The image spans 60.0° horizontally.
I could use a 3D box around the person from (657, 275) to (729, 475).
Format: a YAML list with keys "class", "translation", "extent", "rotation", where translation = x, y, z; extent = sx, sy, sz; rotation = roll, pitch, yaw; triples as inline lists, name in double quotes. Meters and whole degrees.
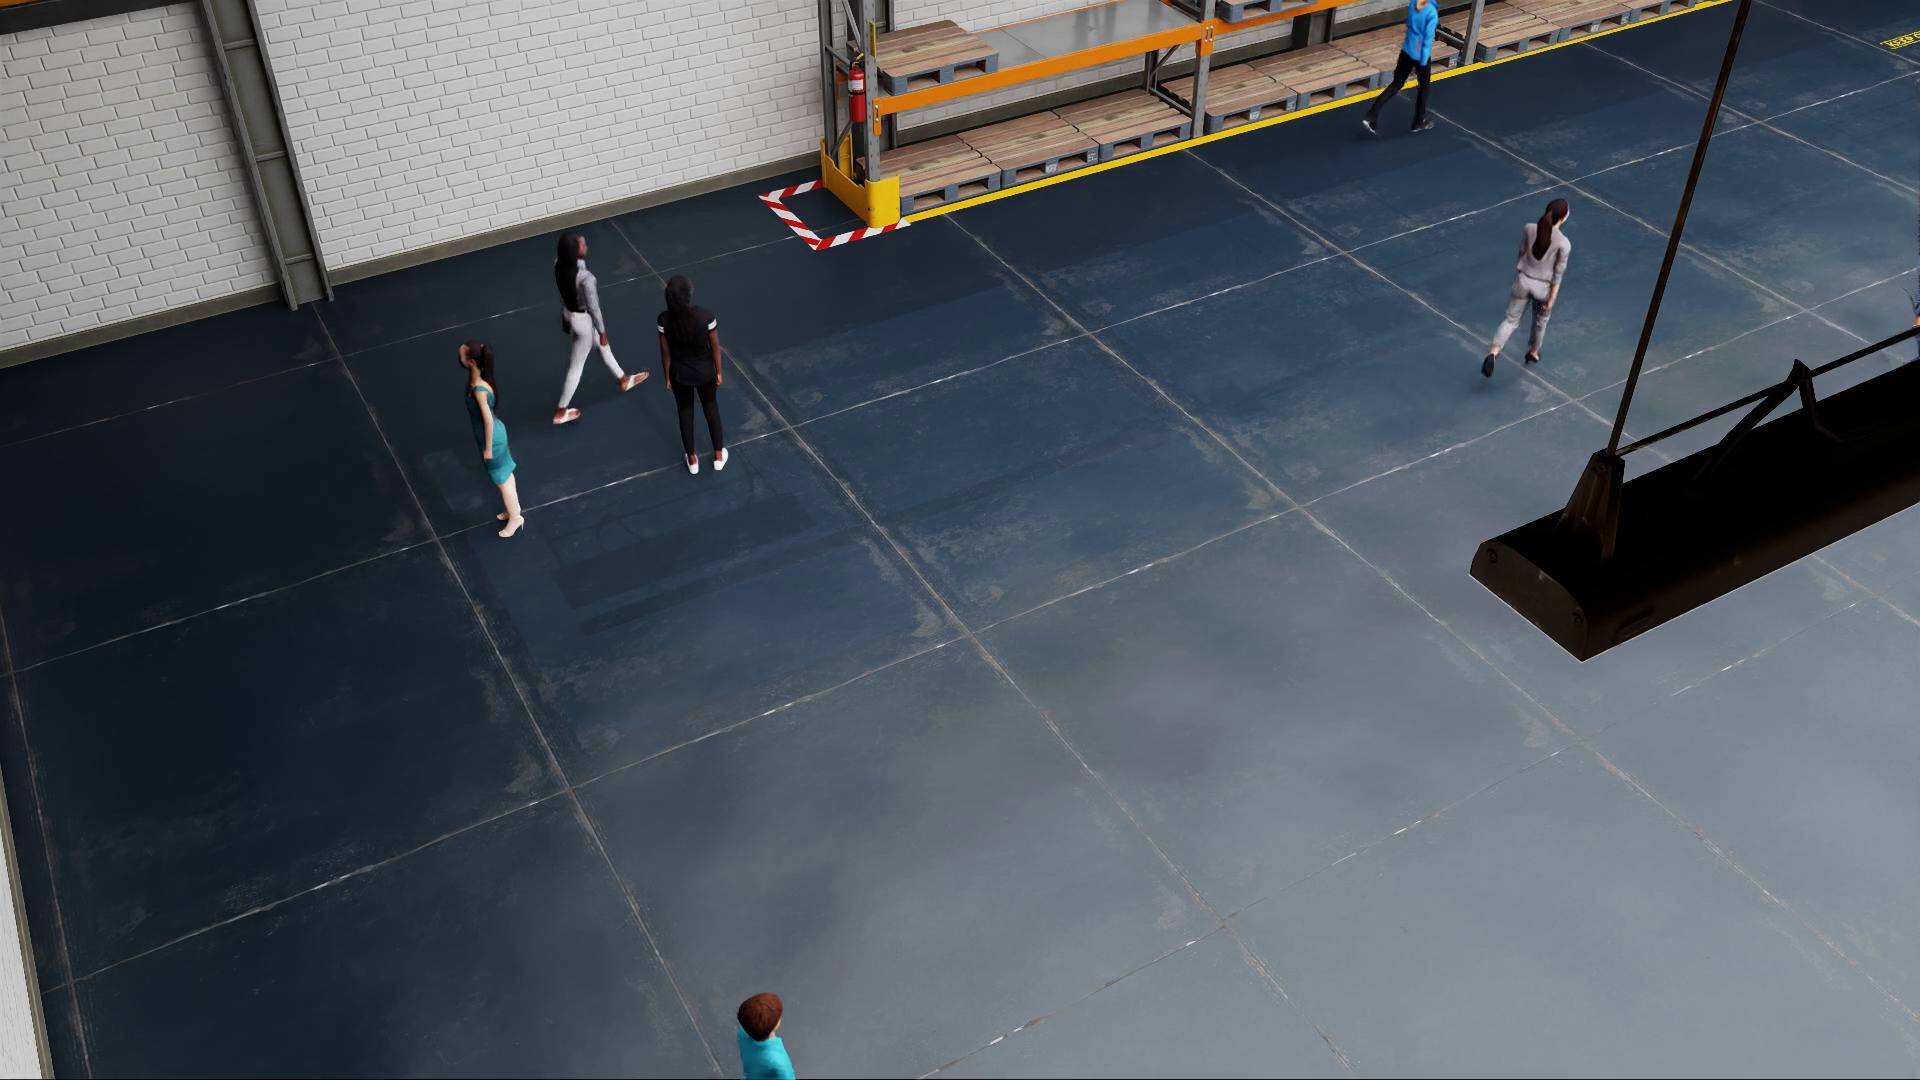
- class: "person"
  translation: [-2.088, -1.298, 13.006]
  extent: [0.613, 1.731, 0.742]
  rotation: [-6, 39, -7]

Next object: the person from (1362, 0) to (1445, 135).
- class: "person"
  translation: [4.783, -5.150, 17.807]
  extent: [1.158, 1.759, 0.666]
  rotation: [-17, 42, -20]

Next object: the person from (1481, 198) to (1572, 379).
- class: "person"
  translation: [4.799, -2.091, 14.066]
  extent: [0.814, 1.647, 1.127]
  rotation: [31, 48, 33]

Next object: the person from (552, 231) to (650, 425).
- class: "person"
  translation: [-3.137, -1.690, 13.547]
  extent: [1.245, 1.668, 0.772]
  rotation: [-30, 47, -32]

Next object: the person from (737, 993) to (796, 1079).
- class: "person"
  translation: [-0.985, 2.769, 8.146]
  extent: [0.655, 1.440, 0.619]
  rotation: [-31, 48, -33]

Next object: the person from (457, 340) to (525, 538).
- class: "person"
  translation: [-3.488, -0.757, 12.365]
  extent: [0.565, 1.685, 0.593]
  rotation: [-8, 39, -10]
